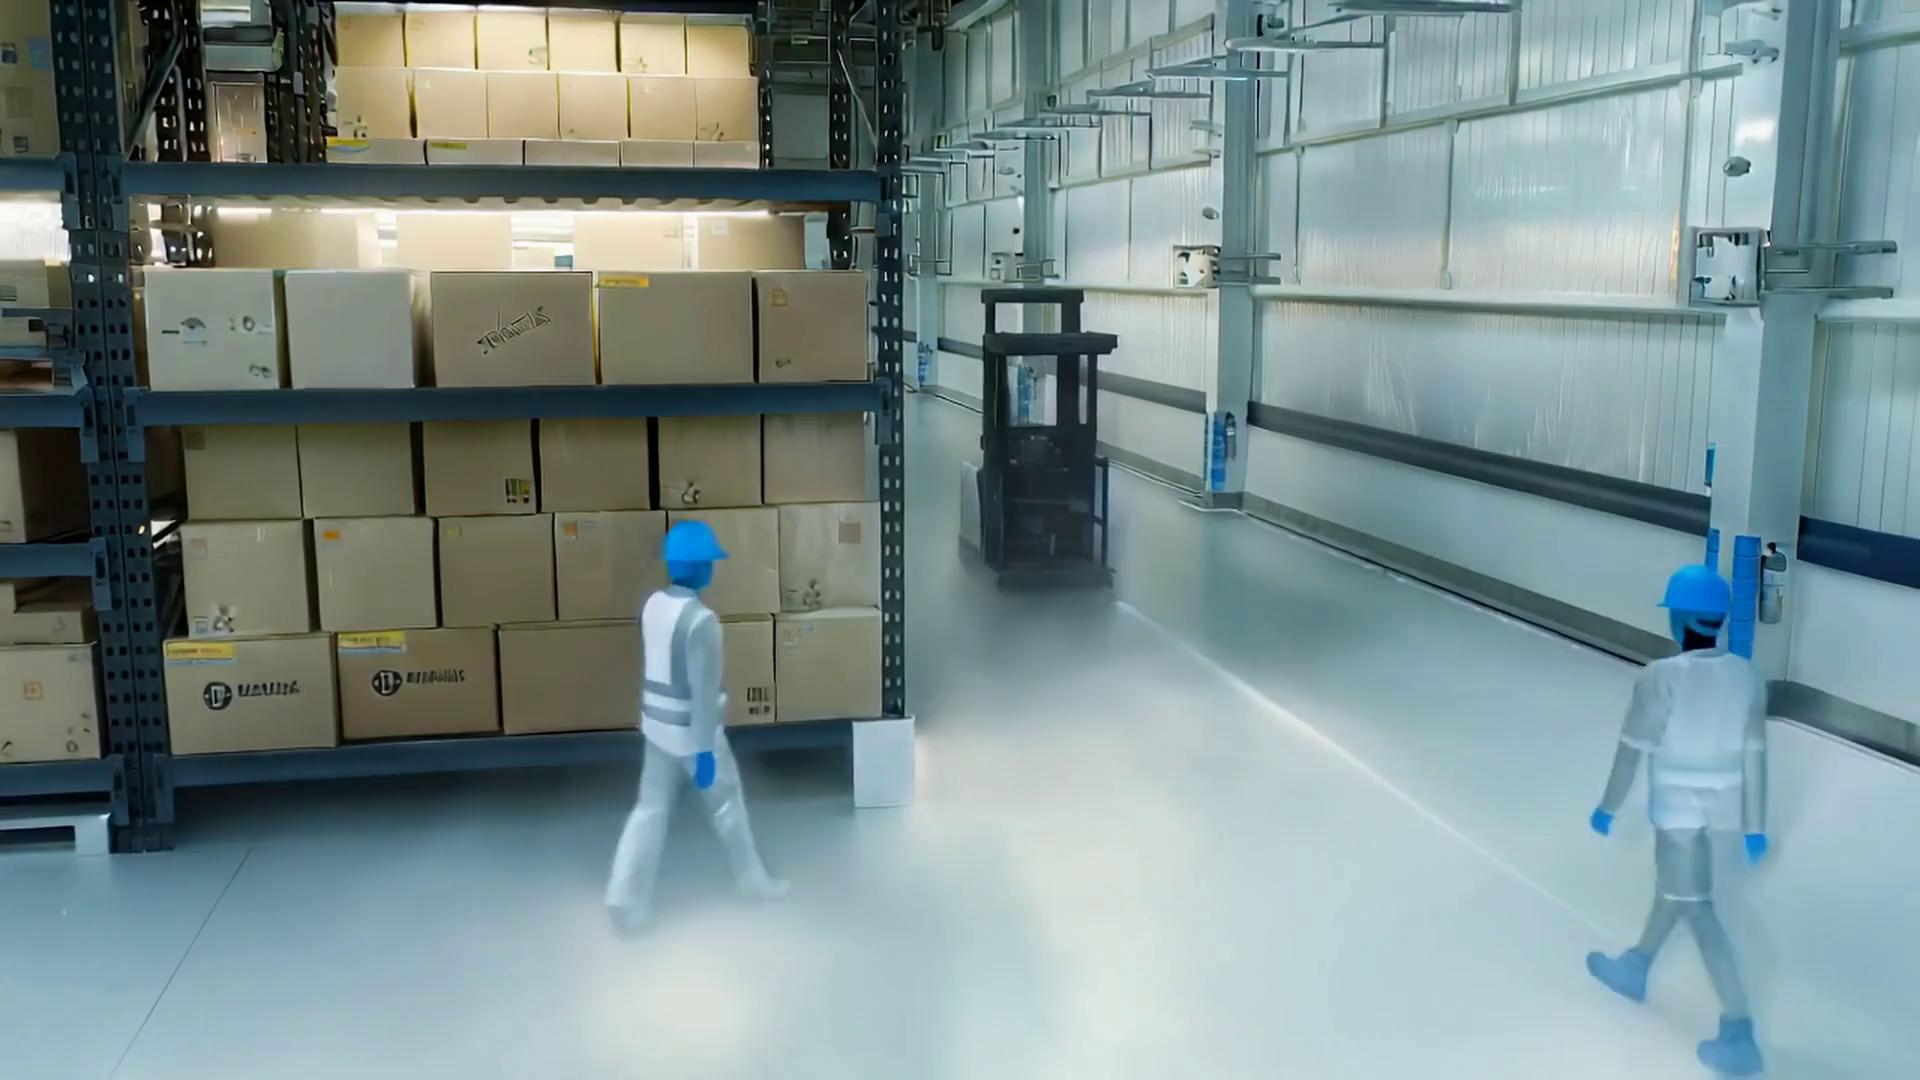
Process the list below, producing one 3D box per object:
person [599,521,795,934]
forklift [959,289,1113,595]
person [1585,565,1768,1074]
[{"bbox_3d":[-1.254,0.850,7.624,0.984,1.900,0.623,-8,12,-40],"label":"person"},{"bbox_3d":[0.683,-1.022,16.029,1.129,2.768,1.873,-2,10,-12],"label":"forklift"},{"bbox_3d":[2.865,1.046,6.494,0.549,1.883,1.042,-4,10,-21],"label":"person"}]
